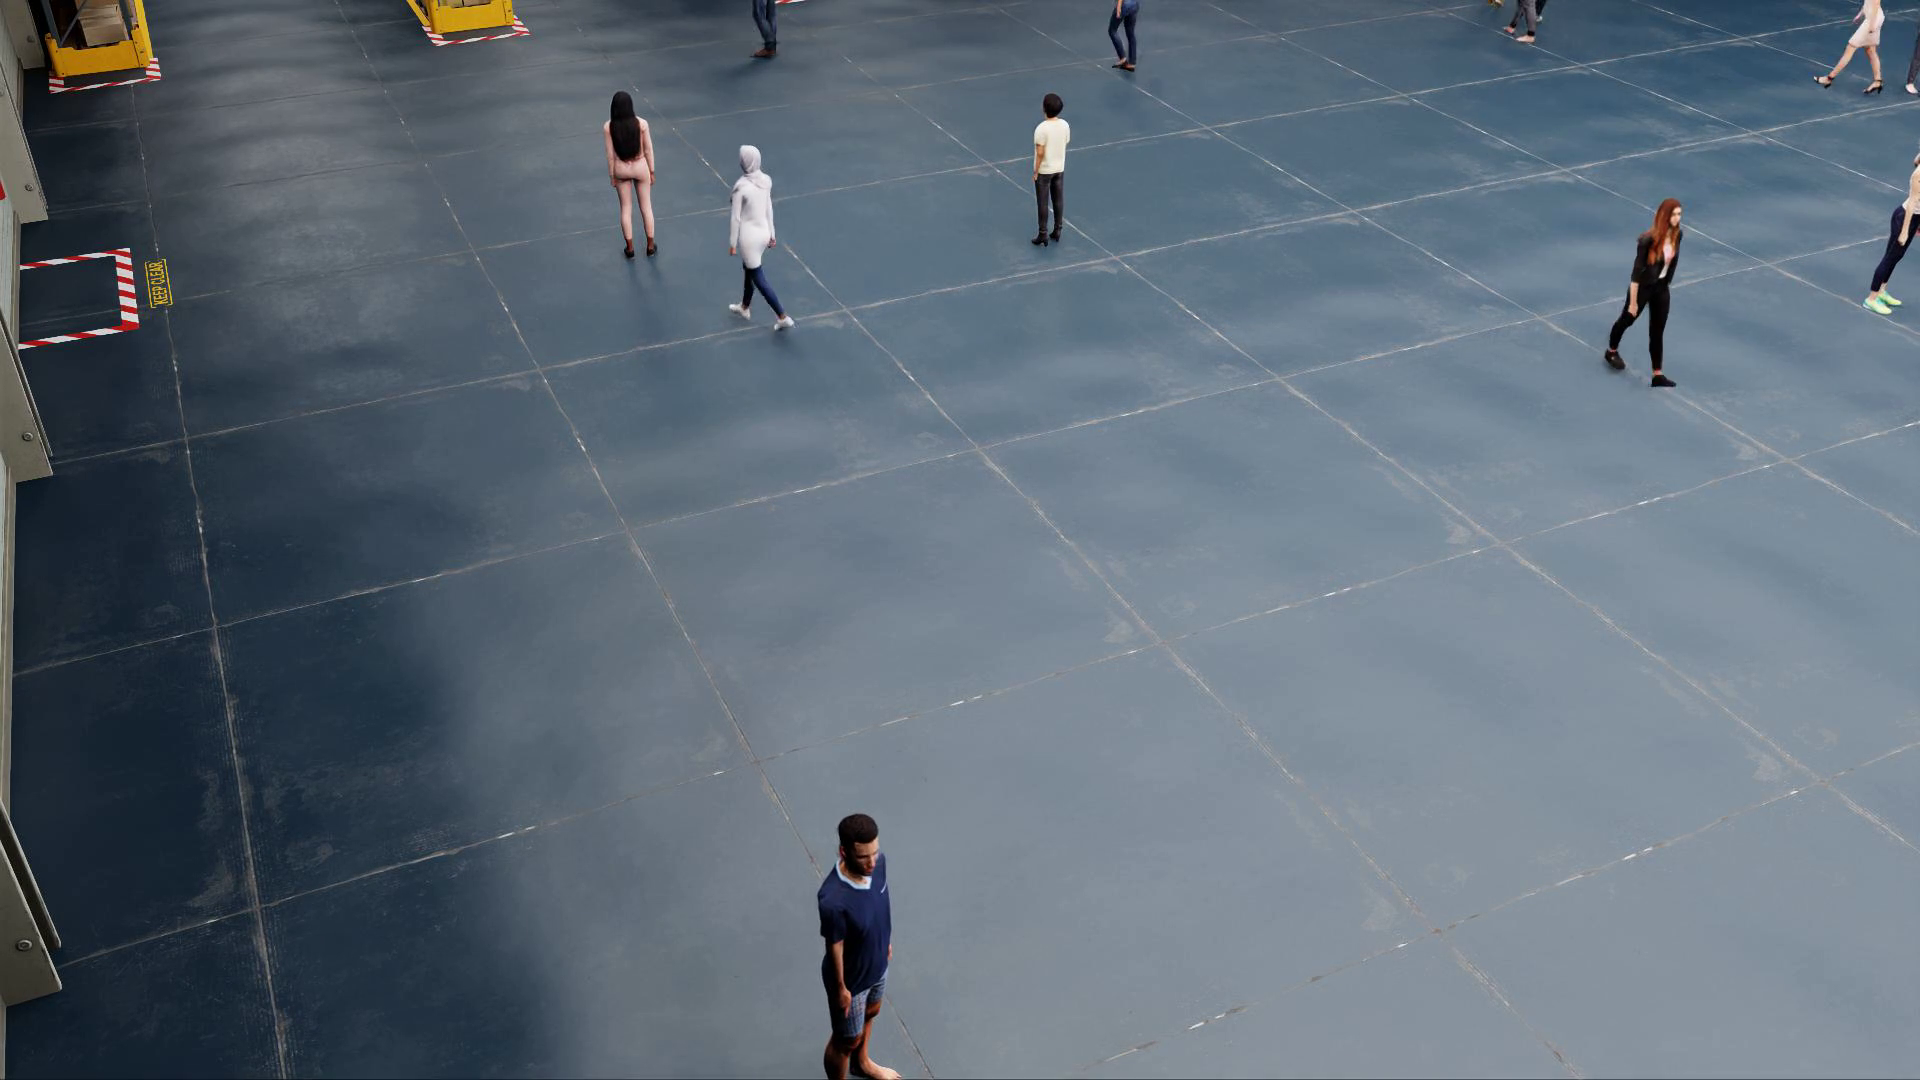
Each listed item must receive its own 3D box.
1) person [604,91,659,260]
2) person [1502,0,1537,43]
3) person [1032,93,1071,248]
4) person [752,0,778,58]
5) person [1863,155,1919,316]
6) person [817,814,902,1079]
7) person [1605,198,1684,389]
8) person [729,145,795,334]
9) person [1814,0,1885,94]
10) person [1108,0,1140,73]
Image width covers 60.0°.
[{"bbox_3d":[-3.326,-3.699,16.845,0.663,1.722,0.617,-6,34,-9],"label":"person"},{"bbox_3d":[8.060,-7.872,23.172,0.891,1.818,0.943,-20,38,-28],"label":"person"},{"bbox_3d":[0.927,-3.815,17.145,0.628,1.587,0.538,-22,39,-30],"label":"person"},{"bbox_3d":[-2.673,-7.552,22.608,0.882,1.898,0.865,21,38,28],"label":"person"},{"bbox_3d":[9.004,-3.010,15.803,0.643,1.702,0.663,28,42,36],"label":"person"},{"bbox_3d":[-0.496,2.019,7.940,0.737,1.844,0.706,16,36,23],"label":"person"},{"bbox_3d":[5.974,-2.211,14.607,0.739,1.667,1.152,-9,34,-14],"label":"person"},{"bbox_3d":[-1.850,-2.733,15.340,1.209,1.743,0.959,24,40,32],"label":"person"},{"bbox_3d":[11.708,-6.558,21.192,1.131,1.776,0.993,15,36,22],"label":"person"},{"bbox_3d":[2.274,-7.037,21.989,0.711,1.709,0.691,28,42,36],"label":"person"}]
